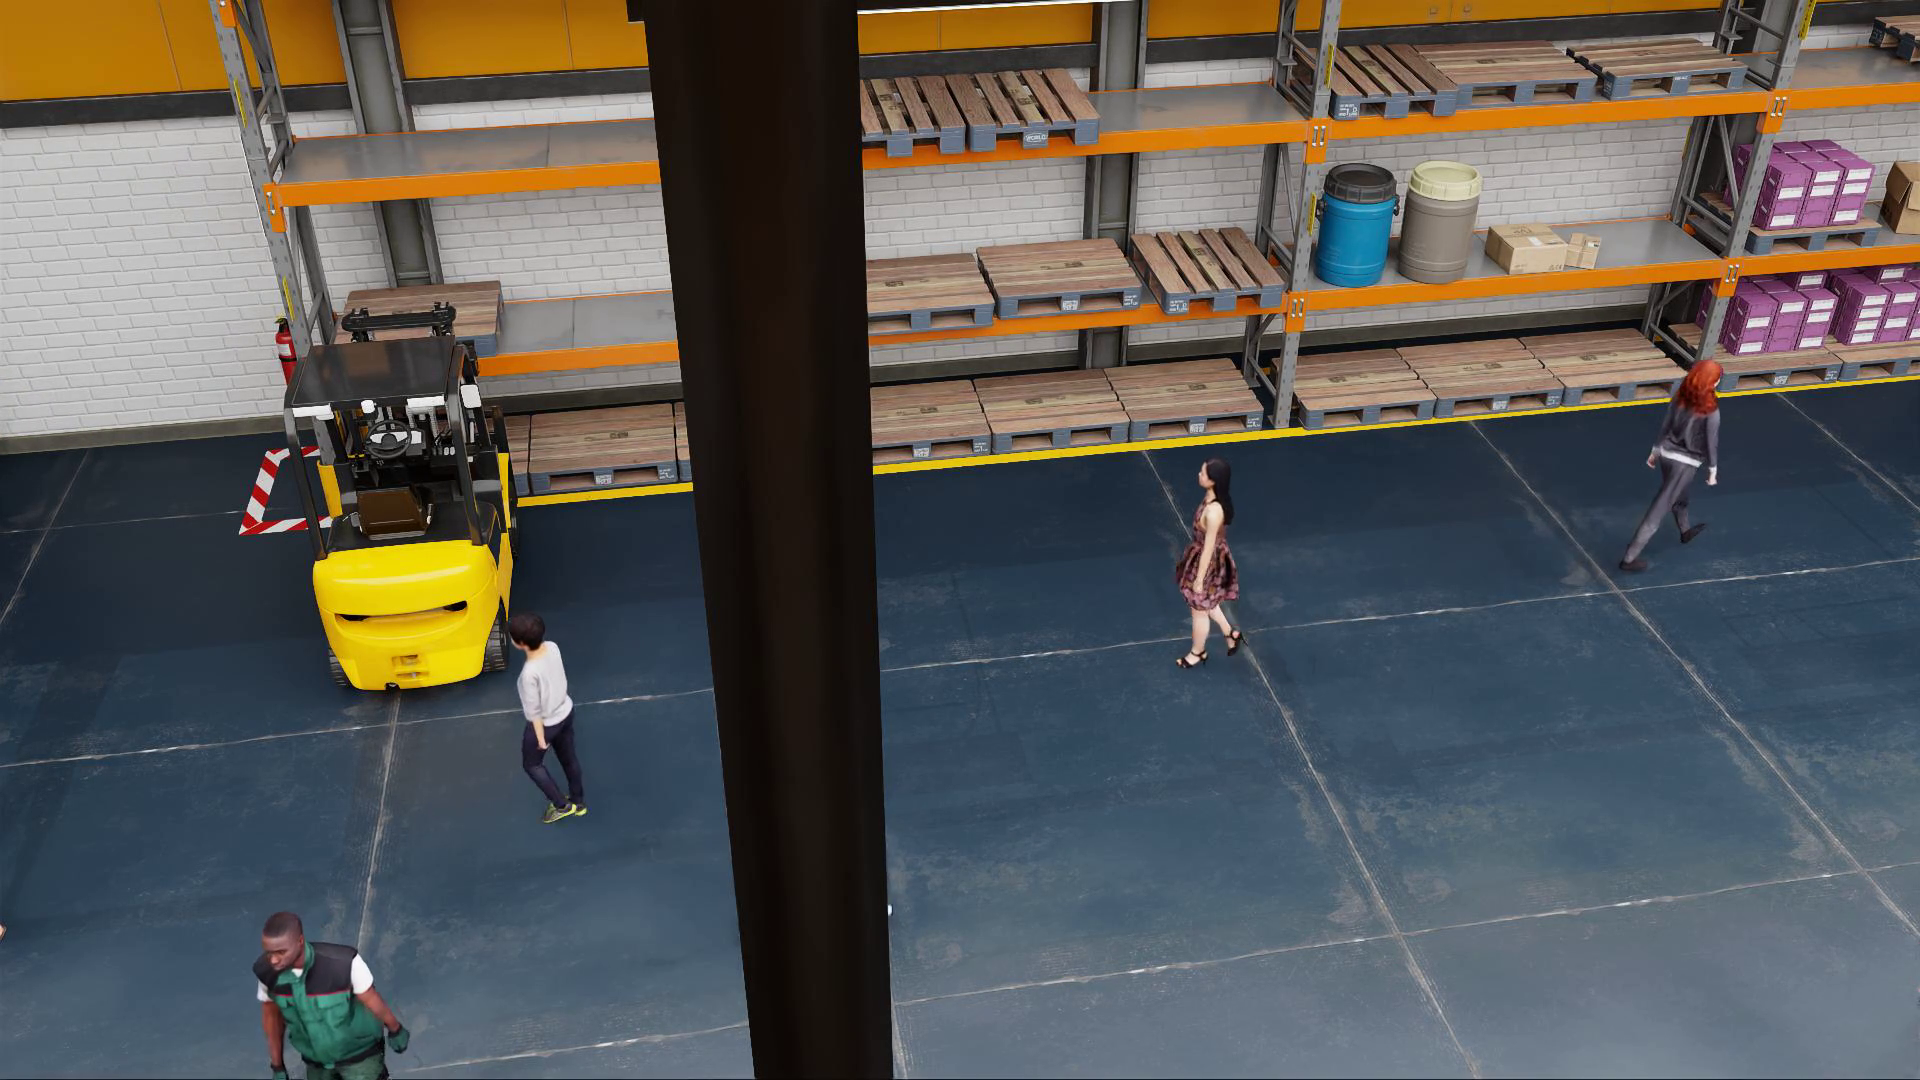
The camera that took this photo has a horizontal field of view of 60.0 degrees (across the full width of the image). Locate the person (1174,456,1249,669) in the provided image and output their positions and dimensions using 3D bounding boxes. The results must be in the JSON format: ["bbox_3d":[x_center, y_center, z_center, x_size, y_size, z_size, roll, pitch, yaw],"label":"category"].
[{"bbox_3d":[1.763,0.200,11.322,0.875,1.767,0.754,5,34,8],"label":"person"}]

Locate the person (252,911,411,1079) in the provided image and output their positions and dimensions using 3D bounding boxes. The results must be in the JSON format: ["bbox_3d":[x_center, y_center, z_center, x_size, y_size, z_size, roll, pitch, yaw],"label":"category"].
[{"bbox_3d":[-2.948,2.418,7.931,0.902,1.827,0.934,4,34,6],"label":"person"}]

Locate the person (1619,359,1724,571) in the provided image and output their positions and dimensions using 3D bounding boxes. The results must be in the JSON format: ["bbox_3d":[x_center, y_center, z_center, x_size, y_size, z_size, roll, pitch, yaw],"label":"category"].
[{"bbox_3d":[5.287,-0.509,12.423,1.168,1.729,0.765,-13,36,-19],"label":"person"}]

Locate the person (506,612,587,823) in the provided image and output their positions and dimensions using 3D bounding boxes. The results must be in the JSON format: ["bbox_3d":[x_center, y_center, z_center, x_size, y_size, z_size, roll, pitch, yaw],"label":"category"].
[{"bbox_3d":[-2.439,1.108,10.163,0.672,1.538,0.641,12,35,17],"label":"person"}]
